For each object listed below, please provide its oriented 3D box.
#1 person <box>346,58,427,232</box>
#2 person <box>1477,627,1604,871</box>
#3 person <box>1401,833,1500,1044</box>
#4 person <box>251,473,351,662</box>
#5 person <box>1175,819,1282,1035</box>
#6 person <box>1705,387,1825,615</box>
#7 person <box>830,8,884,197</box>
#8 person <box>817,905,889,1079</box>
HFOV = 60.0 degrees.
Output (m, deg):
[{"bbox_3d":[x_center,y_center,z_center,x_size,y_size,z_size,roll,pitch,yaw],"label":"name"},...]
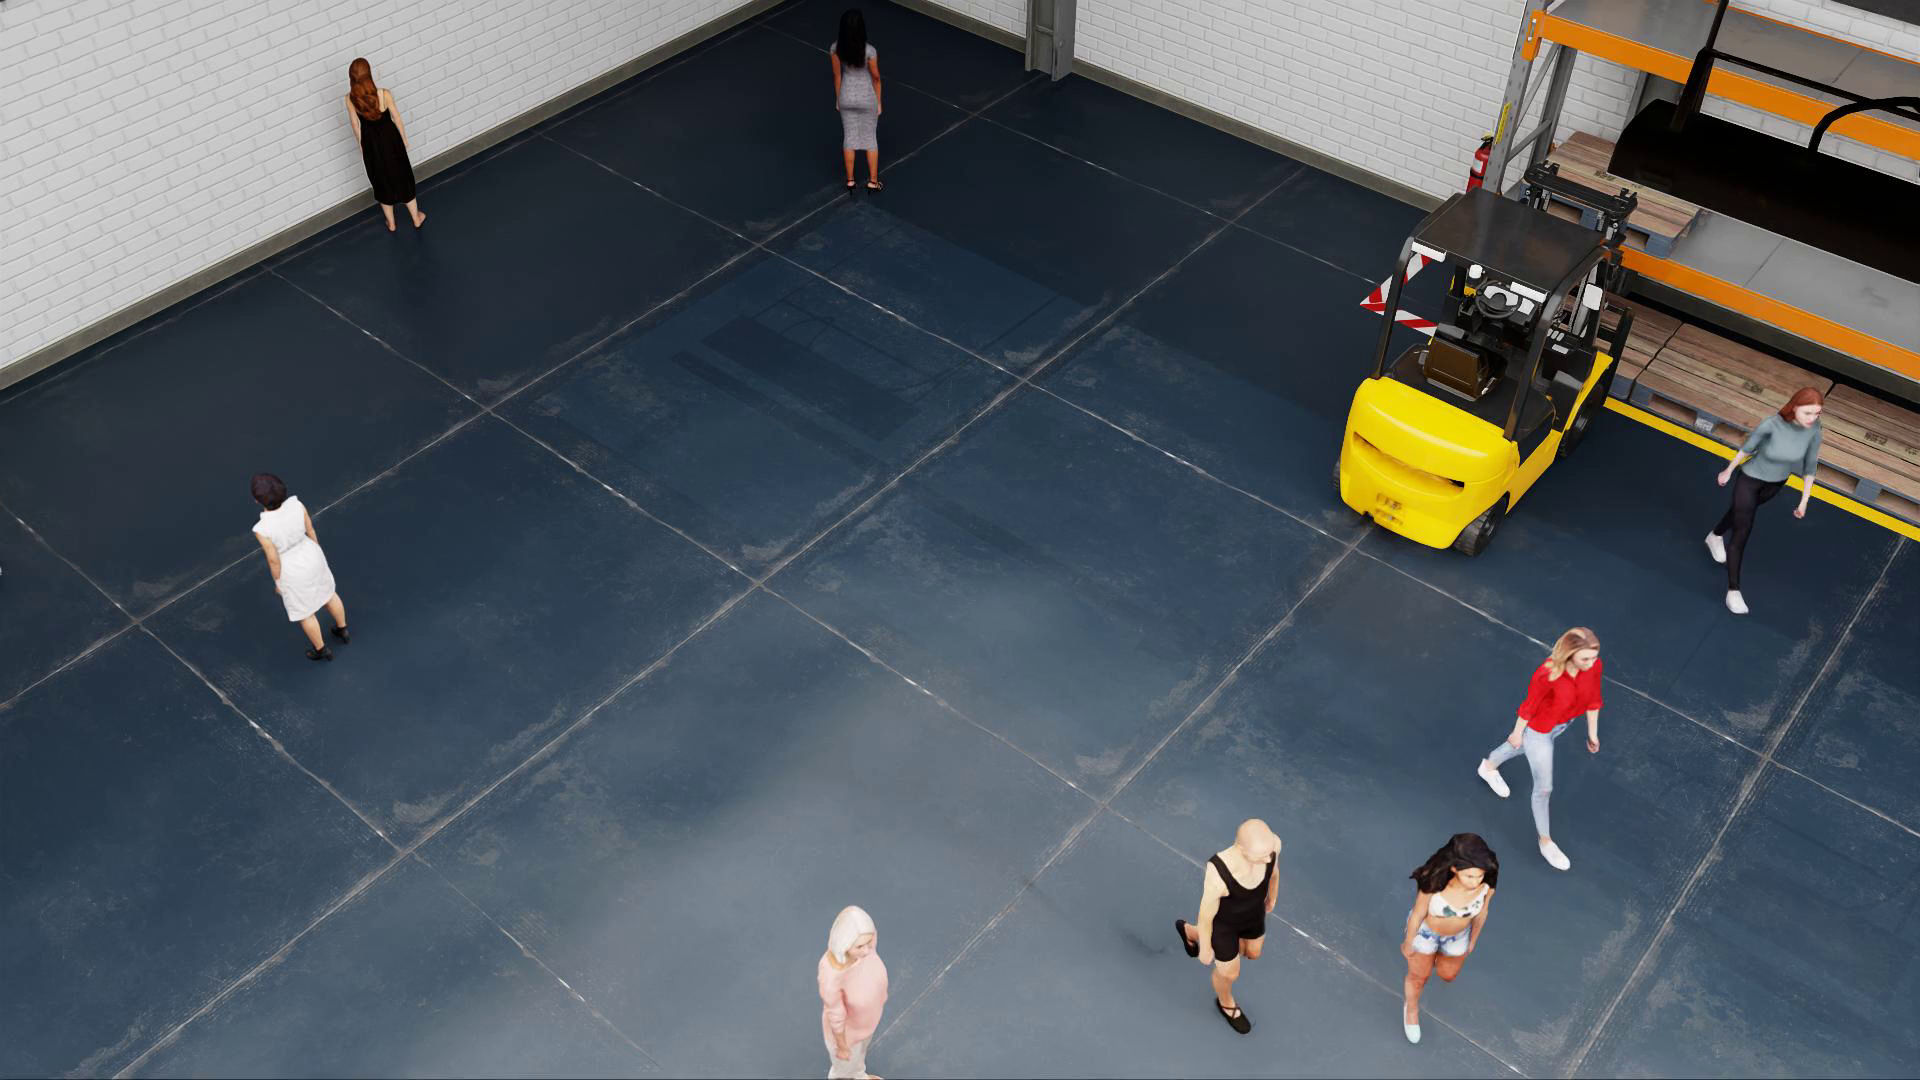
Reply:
[{"bbox_3d":[-5.001,-3.416,14.386,0.674,1.625,0.721,-10,45,-11],"label":"person"},{"bbox_3d":[3.369,1.039,9.689,0.935,1.653,1.192,-18,47,-18],"label":"person"},{"bbox_3d":[2.480,2.006,8.705,0.832,1.611,0.882,-2,44,-2],"label":"person"},{"bbox_3d":[-4.241,0.174,10.669,0.561,1.556,0.587,23,48,22],"label":"person"},{"bbox_3d":[1.366,1.906,8.678,0.828,1.792,0.964,-31,52,-29],"label":"person"},{"bbox_3d":[5.347,-0.418,11.189,1.129,1.694,1.133,1,44,1],"label":"person"},{"bbox_3d":[-0.903,-3.868,14.747,0.609,1.781,0.722,8,44,8],"label":"person"},{"bbox_3d":[-0.536,2.349,8.263,0.606,1.724,0.650,17,46,17],"label":"person"}]
